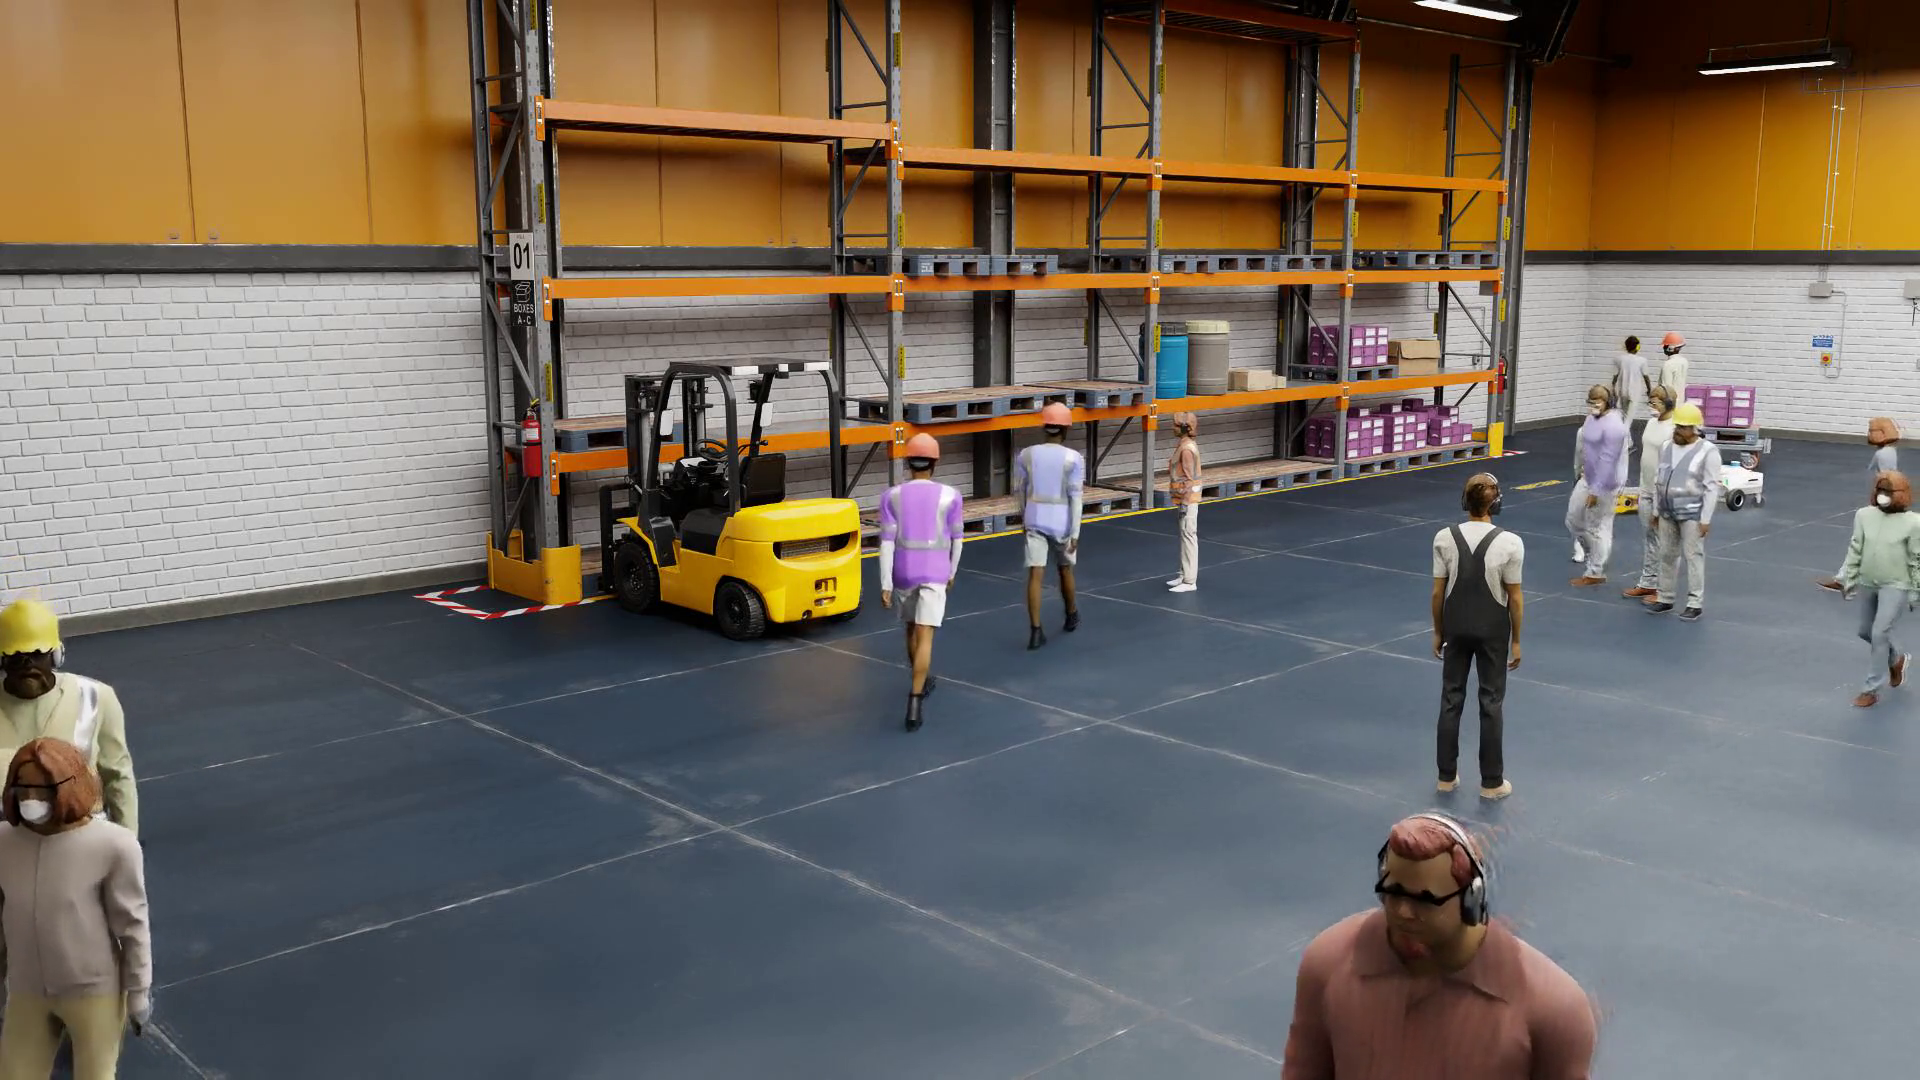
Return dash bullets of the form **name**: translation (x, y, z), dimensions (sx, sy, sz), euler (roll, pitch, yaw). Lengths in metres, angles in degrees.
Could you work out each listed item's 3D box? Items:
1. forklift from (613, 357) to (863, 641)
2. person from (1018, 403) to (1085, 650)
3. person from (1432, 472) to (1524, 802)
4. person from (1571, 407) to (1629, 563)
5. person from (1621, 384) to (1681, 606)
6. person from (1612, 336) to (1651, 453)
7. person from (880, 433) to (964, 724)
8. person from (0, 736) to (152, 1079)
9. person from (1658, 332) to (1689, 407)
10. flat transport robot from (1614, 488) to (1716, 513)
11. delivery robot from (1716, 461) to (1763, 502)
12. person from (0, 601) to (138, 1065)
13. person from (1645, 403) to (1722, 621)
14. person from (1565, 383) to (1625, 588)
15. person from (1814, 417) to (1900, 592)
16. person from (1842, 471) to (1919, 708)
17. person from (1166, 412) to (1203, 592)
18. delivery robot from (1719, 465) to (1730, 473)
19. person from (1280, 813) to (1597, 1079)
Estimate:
- **forklift**: translation (-1.847, -0.414, 13.852), dimensions (1.214, 2.155, 2.313), euler (-9, 13, -42)
- **person**: translation (0.739, -0.137, 13.123), dimensions (0.558, 1.885, 0.995), euler (3, 10, 16)
- **person**: translation (2.883, 0.540, 9.289), dimensions (0.507, 1.846, 0.346), euler (6, 11, 32)
- **person**: translation (6.282, -0.554, 16.371), dimensions (0.539, 1.600, 0.804), euler (6, 12, 33)
- **person**: translation (6.101, -0.393, 14.496), dimensions (0.372, 1.934, 0.627), euler (-1, 10, -7)
- **person**: translation (10.235, -2.181, 25.300), dimensions (0.944, 1.818, 0.528), euler (-8, 13, -41)
- **person**: translation (-0.264, 0.242, 11.013), dimensions (0.532, 1.875, 1.082), euler (2, 10, 11)
- **person**: translation (-2.700, 1.370, 5.055), dimensions (0.514, 1.621, 0.435), euler (0, 10, -1)
- **person**: translation (9.753, -1.853, 22.854), dimensions (0.611, 1.997, 0.375), euler (-9, 13, -44)
- **flat transport robot**: translation (8.230, -0.494, 19.945), dimensions (1.431, 0.197, 0.652), euler (-2, 10, -13)
- **delivery robot**: translation (9.348, -0.705, 20.076), dimensions (0.707, 0.478, 0.477), euler (-5, 11, -28)
- **person**: translation (-3.297, 1.125, 5.983), dimensions (0.622, 1.801, 0.783), euler (-5, 11, -25)
- **person**: translation (6.038, -0.236, 13.904), dimensions (0.403, 1.825, 0.598), euler (-5, 11, -27)
- **person**: translation (5.779, -0.479, 15.118), dimensions (0.436, 1.903, 0.660), euler (-1, 10, -4)
- **person**: translation (8.116, -0.298, 14.887), dimensions (0.782, 1.595, 0.533), euler (8, 12, 38)
- **person**: translation (6.327, 0.315, 11.317), dimensions (0.690, 1.611, 0.500), euler (-5, 11, -28)
- **person**: translation (2.037, -0.344, 15.063), dimensions (0.313, 1.642, 0.513), euler (1, 10, 7)
- **delivery robot**: translation (9.250, -0.790, 20.548), dimensions (0.707, 0.478, 0.477), euler (-4, 11, -20)
- **person**: translation (0.952, 1.506, 3.564), dimensions (0.672, 1.864, 0.919), euler (7, 12, 37)
